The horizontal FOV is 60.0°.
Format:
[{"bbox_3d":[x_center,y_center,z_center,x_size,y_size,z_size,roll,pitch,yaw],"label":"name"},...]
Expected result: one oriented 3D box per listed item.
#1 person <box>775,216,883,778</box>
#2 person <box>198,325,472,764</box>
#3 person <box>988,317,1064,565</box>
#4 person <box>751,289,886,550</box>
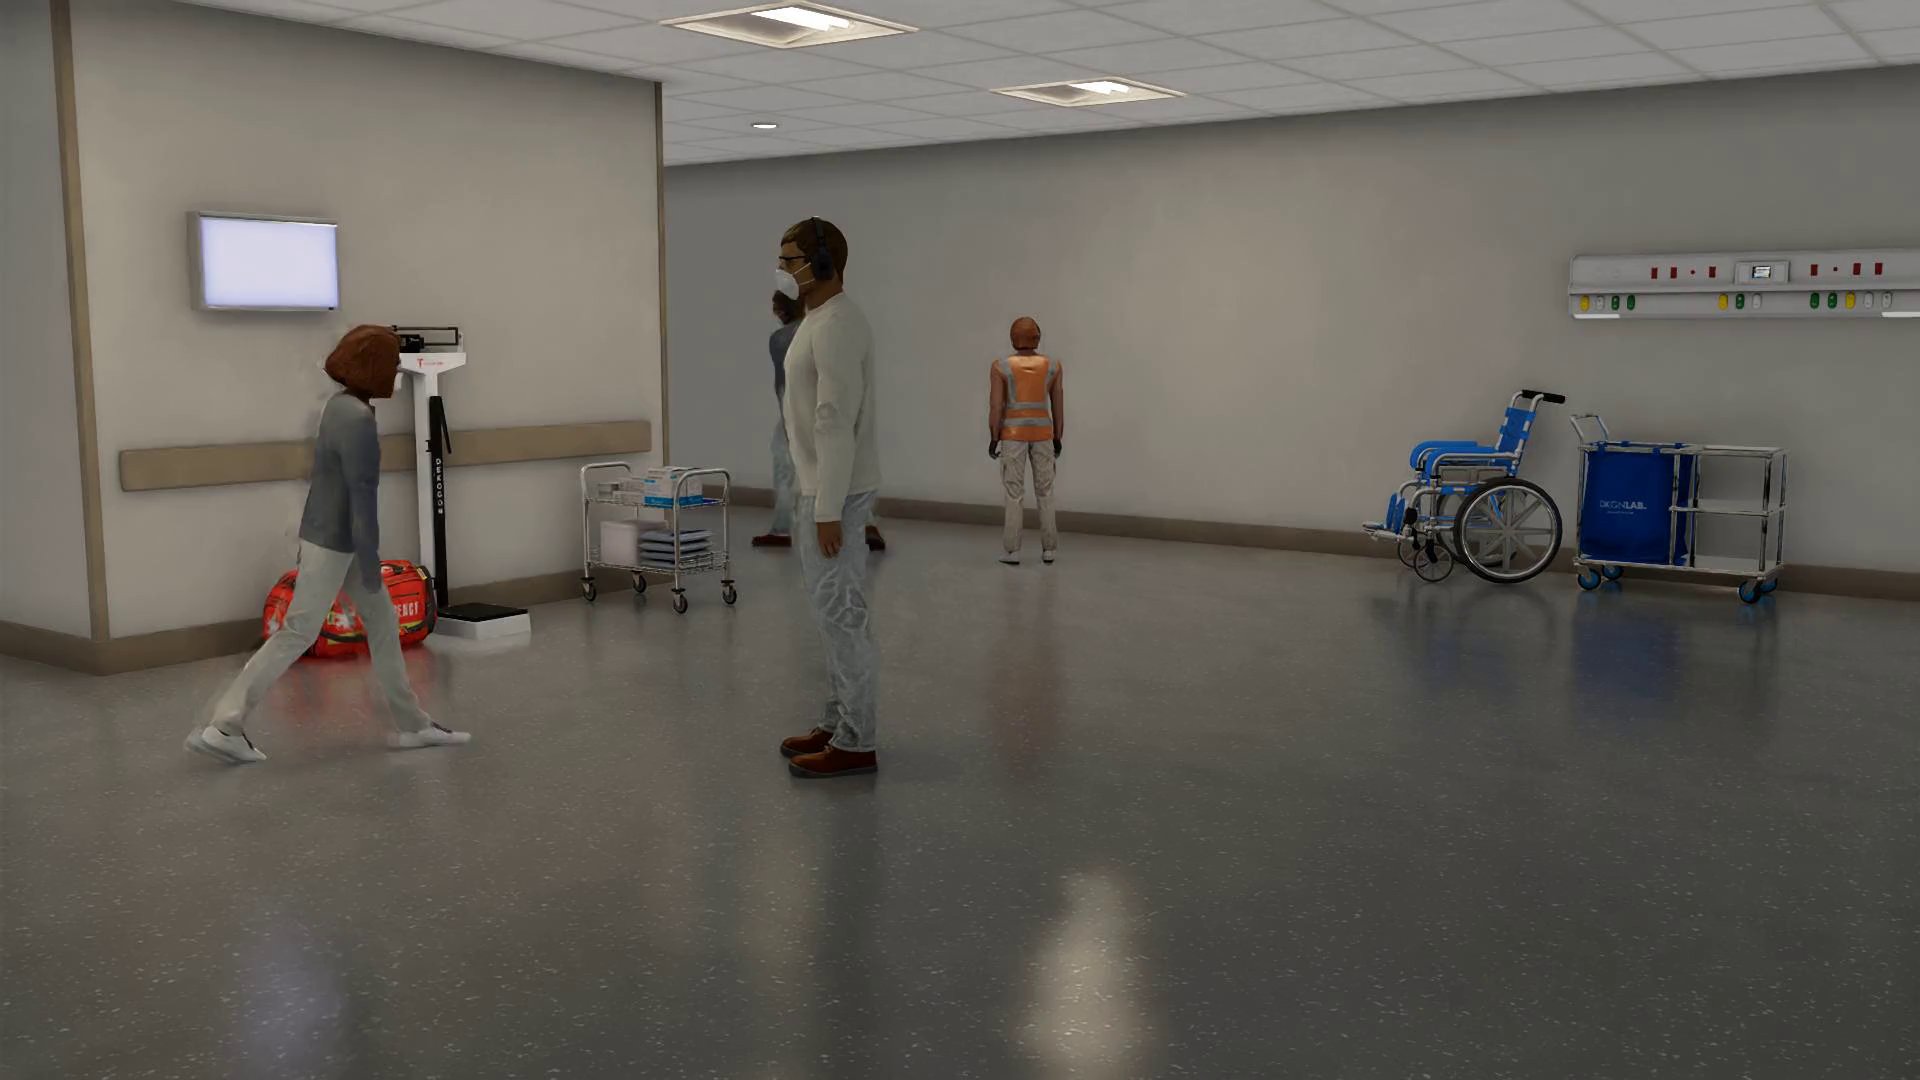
[{"bbox_3d":[-0.453,-0.145,5.784,0.367,1.932,0.622,-1,7,-7],"label":"person"},{"bbox_3d":[-2.263,0.020,5.898,0.900,1.565,0.506,-3,8,-21],"label":"person"},{"bbox_3d":[0.438,-0.652,11.004,0.521,1.636,0.311,-2,7,-14],"label":"person"},{"bbox_3d":[-0.998,-0.843,11.631,0.976,1.887,0.675,6,9,41],"label":"person"}]
